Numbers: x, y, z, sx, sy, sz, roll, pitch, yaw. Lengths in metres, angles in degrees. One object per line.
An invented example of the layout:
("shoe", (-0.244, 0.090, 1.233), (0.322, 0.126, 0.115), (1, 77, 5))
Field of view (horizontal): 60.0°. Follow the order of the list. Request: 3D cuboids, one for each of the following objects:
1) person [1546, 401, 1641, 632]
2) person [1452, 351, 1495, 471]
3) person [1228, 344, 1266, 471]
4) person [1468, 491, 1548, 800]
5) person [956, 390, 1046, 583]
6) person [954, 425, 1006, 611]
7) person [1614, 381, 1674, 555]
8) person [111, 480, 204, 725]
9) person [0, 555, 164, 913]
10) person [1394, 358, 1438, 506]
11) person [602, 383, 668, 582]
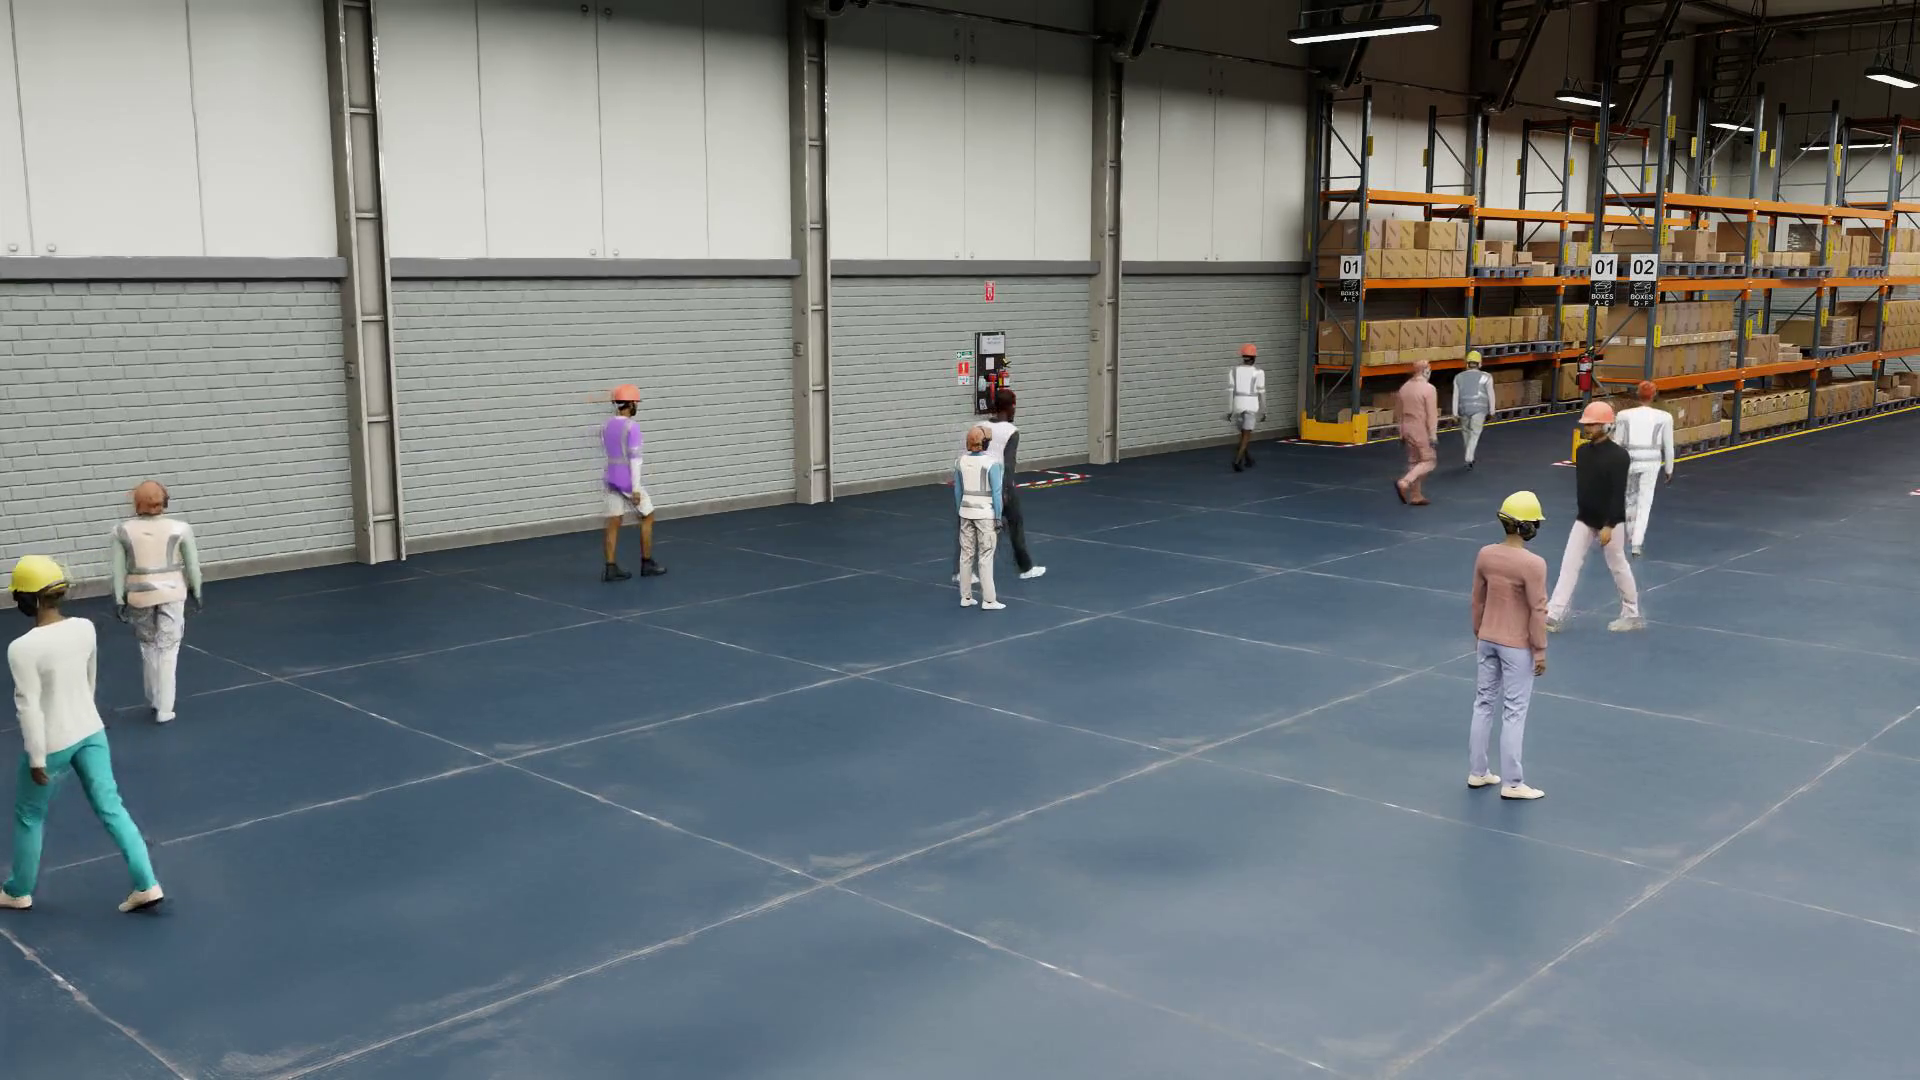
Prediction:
("person", (5.254, -0.178, 13.768), (1.067, 1.934, 0.639), (-3, 10, -20))
("person", (7.709, -1.946, 25.002), (0.590, 1.792, 0.931), (7, 11, 35))
("person", (4.270, -1.984, 24.895), (0.559, 1.903, 0.959), (6, 11, 32))
("person", (3.165, 0.597, 9.549), (0.329, 1.767, 0.528), (-5, 10, -26))
("person", (0.367, -0.512, 16.020), (0.995, 1.875, 0.594), (-8, 12, -39))
("person", (0.167, -0.192, 14.740), (0.514, 1.642, 0.310), (8, 12, 39))
("person", (7.268, -0.772, 17.719), (0.599, 1.831, 1.002), (6, 11, 31))
("person", (-5.380, 0.397, 11.206), (0.535, 1.609, 0.690), (-2, 10, -15))
("person", (-4.166, 0.916, 7.755), (0.918, 1.720, 0.530), (3, 10, 17))
("person", (5.768, -1.348, 21.018), (0.582, 1.890, 0.663), (-3, 10, -20))
("person", (-3.181, -0.564, 16.173), (0.564, 1.907, 0.814), (8, 12, 40))
